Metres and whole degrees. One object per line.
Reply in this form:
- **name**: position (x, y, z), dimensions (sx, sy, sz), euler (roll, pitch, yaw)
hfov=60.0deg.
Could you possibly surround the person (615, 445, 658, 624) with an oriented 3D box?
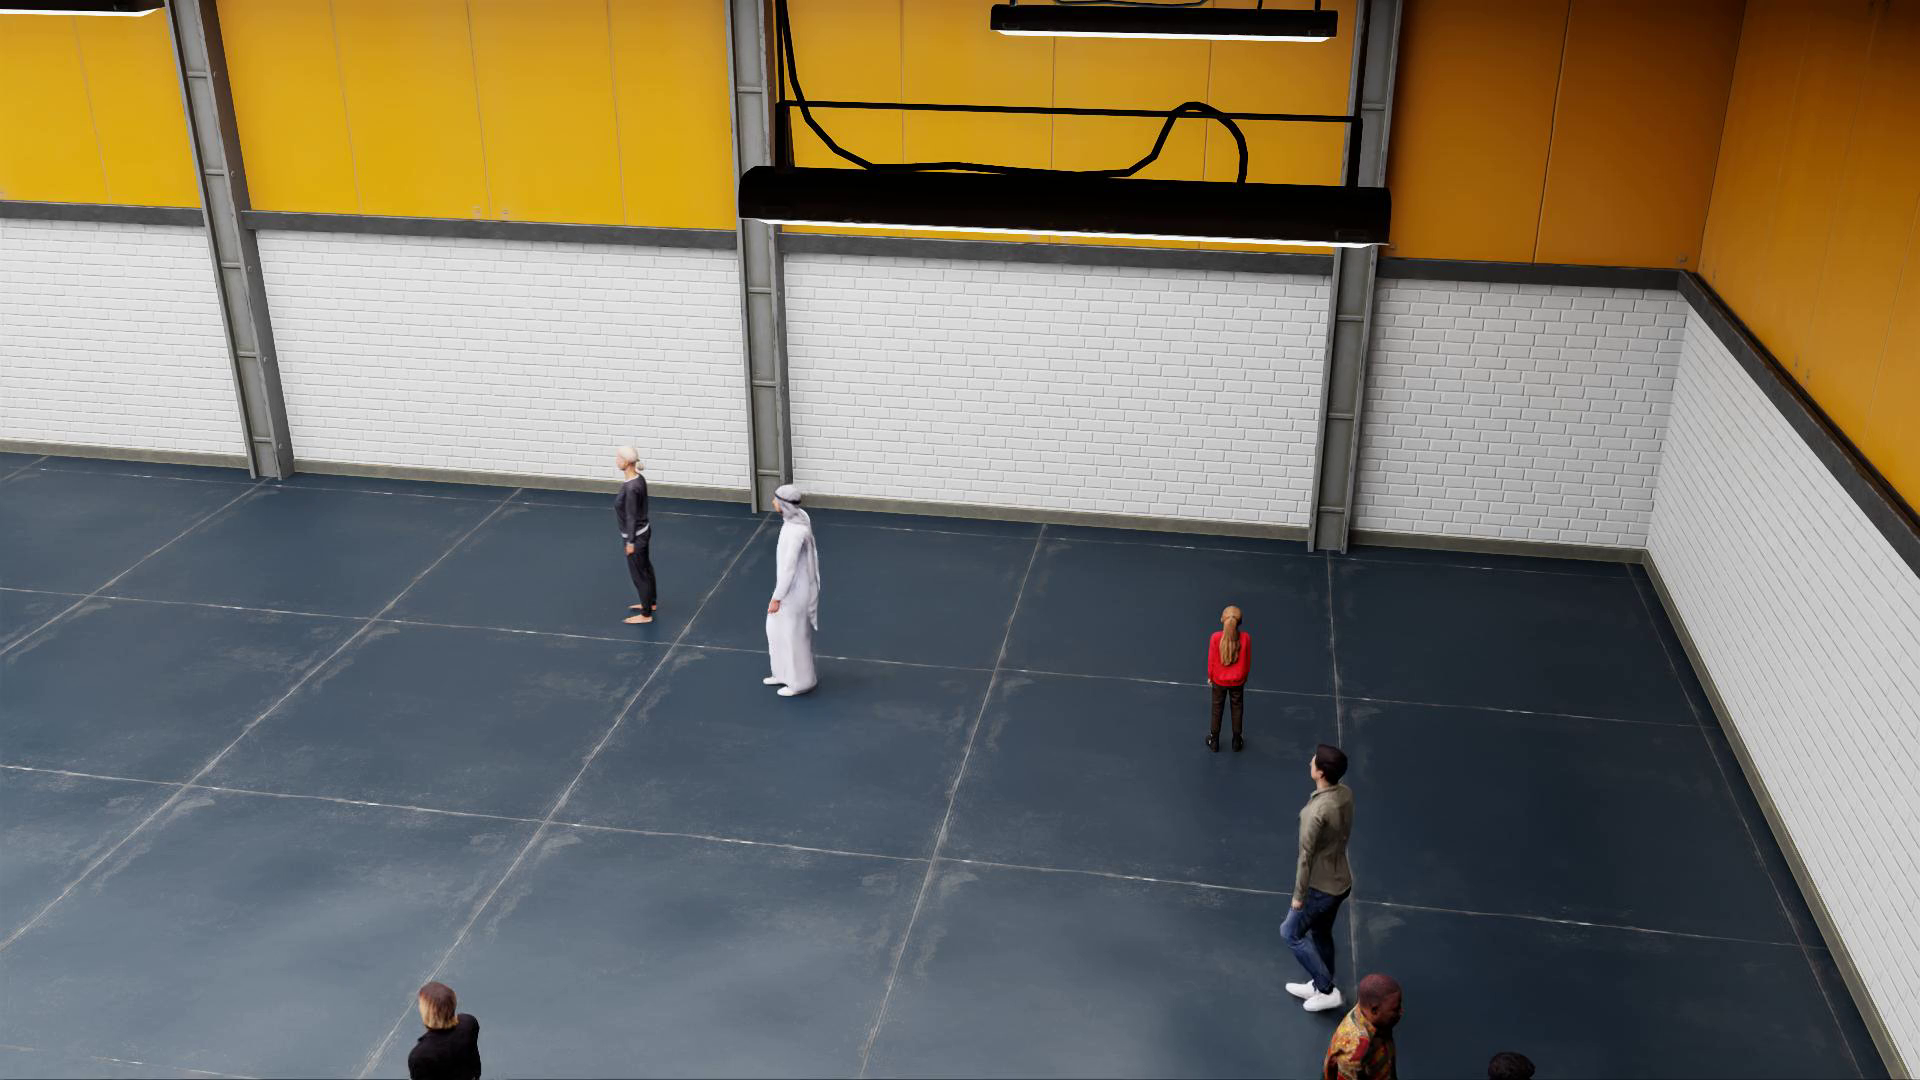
- **person**: position (-3.027, -0.075, 15.583), dimensions (0.578, 1.726, 0.639), euler (0, 24, -1)

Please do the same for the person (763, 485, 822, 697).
- **person**: position (-1.360, 0.434, 14.176), dimensions (0.901, 1.920, 0.862), euler (-5, 24, -12)

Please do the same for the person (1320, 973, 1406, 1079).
- **person**: position (1.965, 2.967, 8.538), dimensions (0.926, 1.794, 0.837), euler (12, 26, 26)

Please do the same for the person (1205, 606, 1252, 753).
- **person**: position (2.167, 1.113, 13.421), dimensions (0.482, 1.281, 0.581), euler (0, 24, 1)

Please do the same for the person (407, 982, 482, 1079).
- **person**: position (-2.574, 3.015, 8.604), dimensions (0.977, 1.655, 0.785), euler (13, 27, 28)

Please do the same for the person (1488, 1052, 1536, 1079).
- **person**: position (2.824, 3.195, 8.731), dimensions (0.477, 1.223, 0.498), euler (3, 24, 7)

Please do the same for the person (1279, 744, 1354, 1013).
- **person**: position (2.317, 2.161, 10.309), dimensions (0.836, 1.853, 0.843), euler (19, 30, 37)
